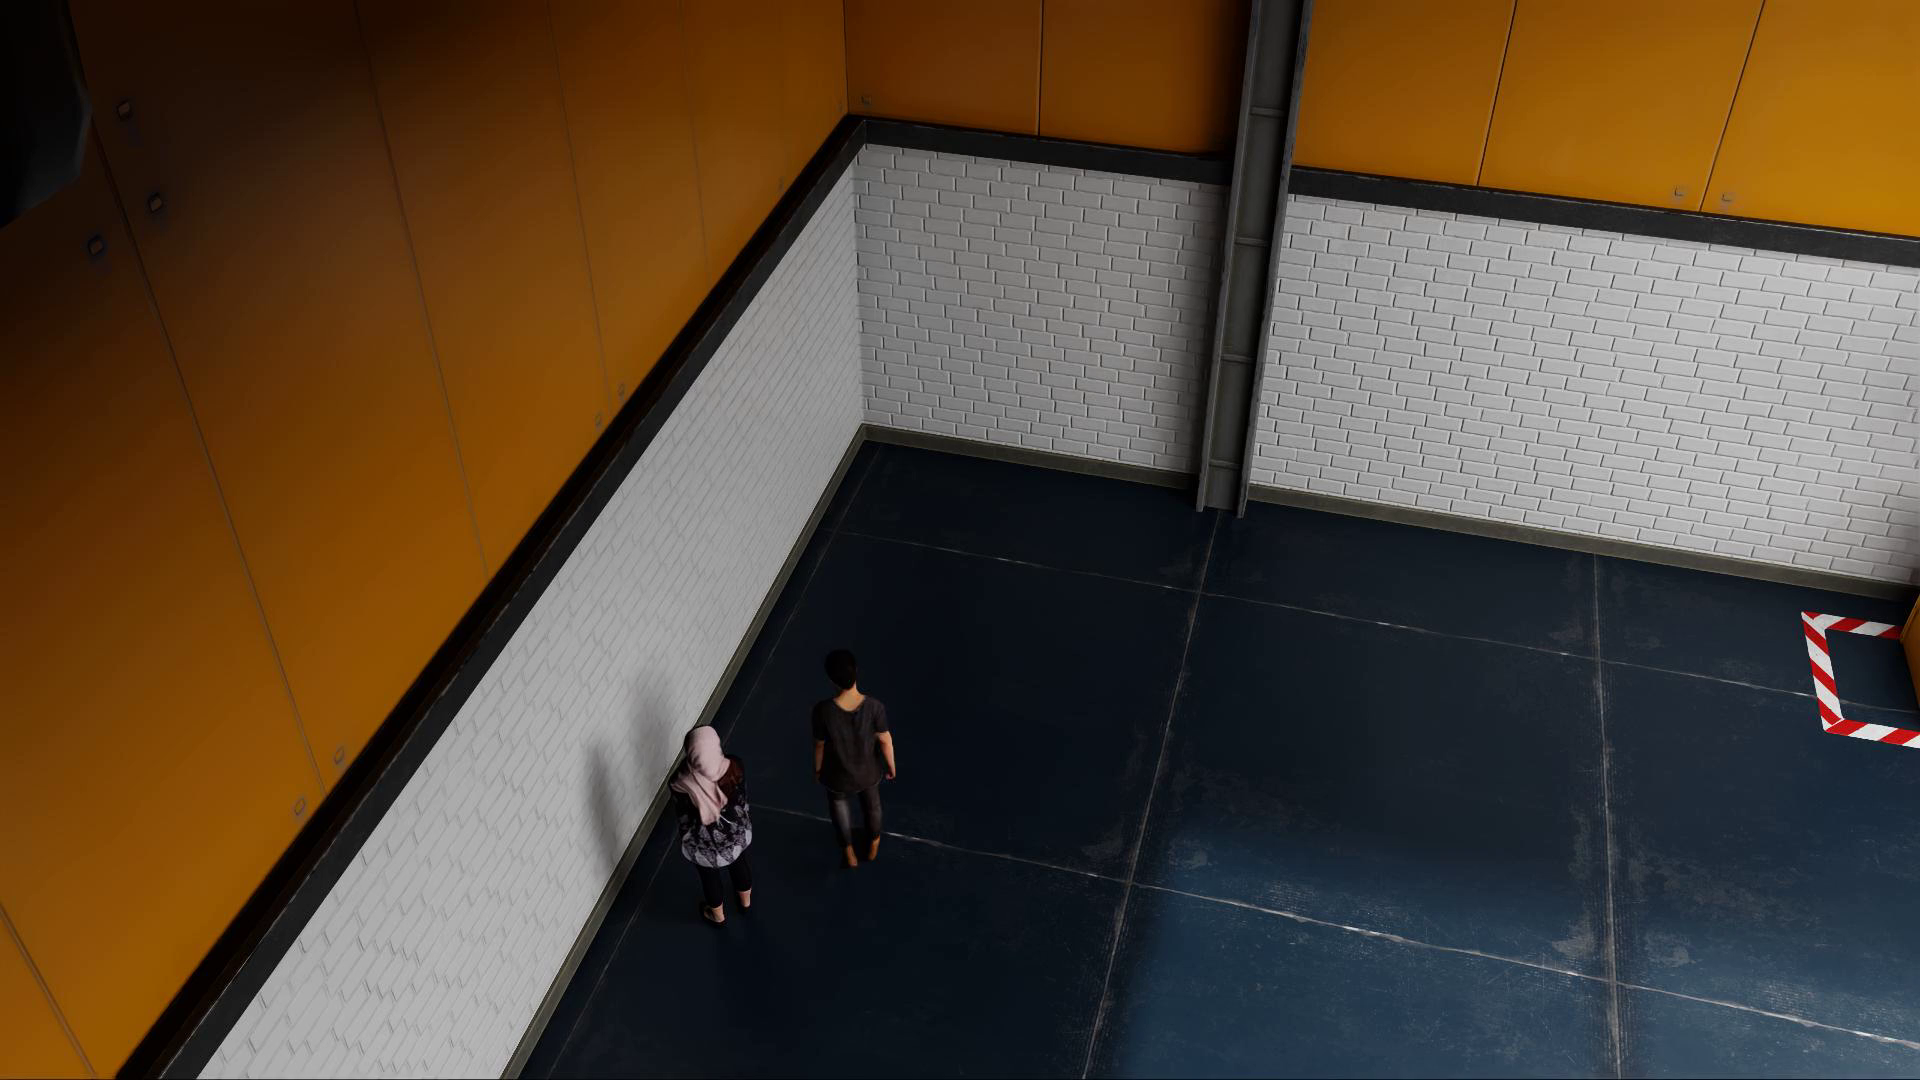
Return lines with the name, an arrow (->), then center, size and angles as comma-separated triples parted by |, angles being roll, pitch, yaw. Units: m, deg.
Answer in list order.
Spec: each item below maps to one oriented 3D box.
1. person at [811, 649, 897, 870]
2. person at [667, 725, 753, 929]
person -> -0.683, 1.439, 10.372 | 0.811, 1.698, 0.874 | -3, 39, -3
person -> -1.485, 1.728, 10.061 | 0.754, 1.636, 0.807 | -23, 44, -26
